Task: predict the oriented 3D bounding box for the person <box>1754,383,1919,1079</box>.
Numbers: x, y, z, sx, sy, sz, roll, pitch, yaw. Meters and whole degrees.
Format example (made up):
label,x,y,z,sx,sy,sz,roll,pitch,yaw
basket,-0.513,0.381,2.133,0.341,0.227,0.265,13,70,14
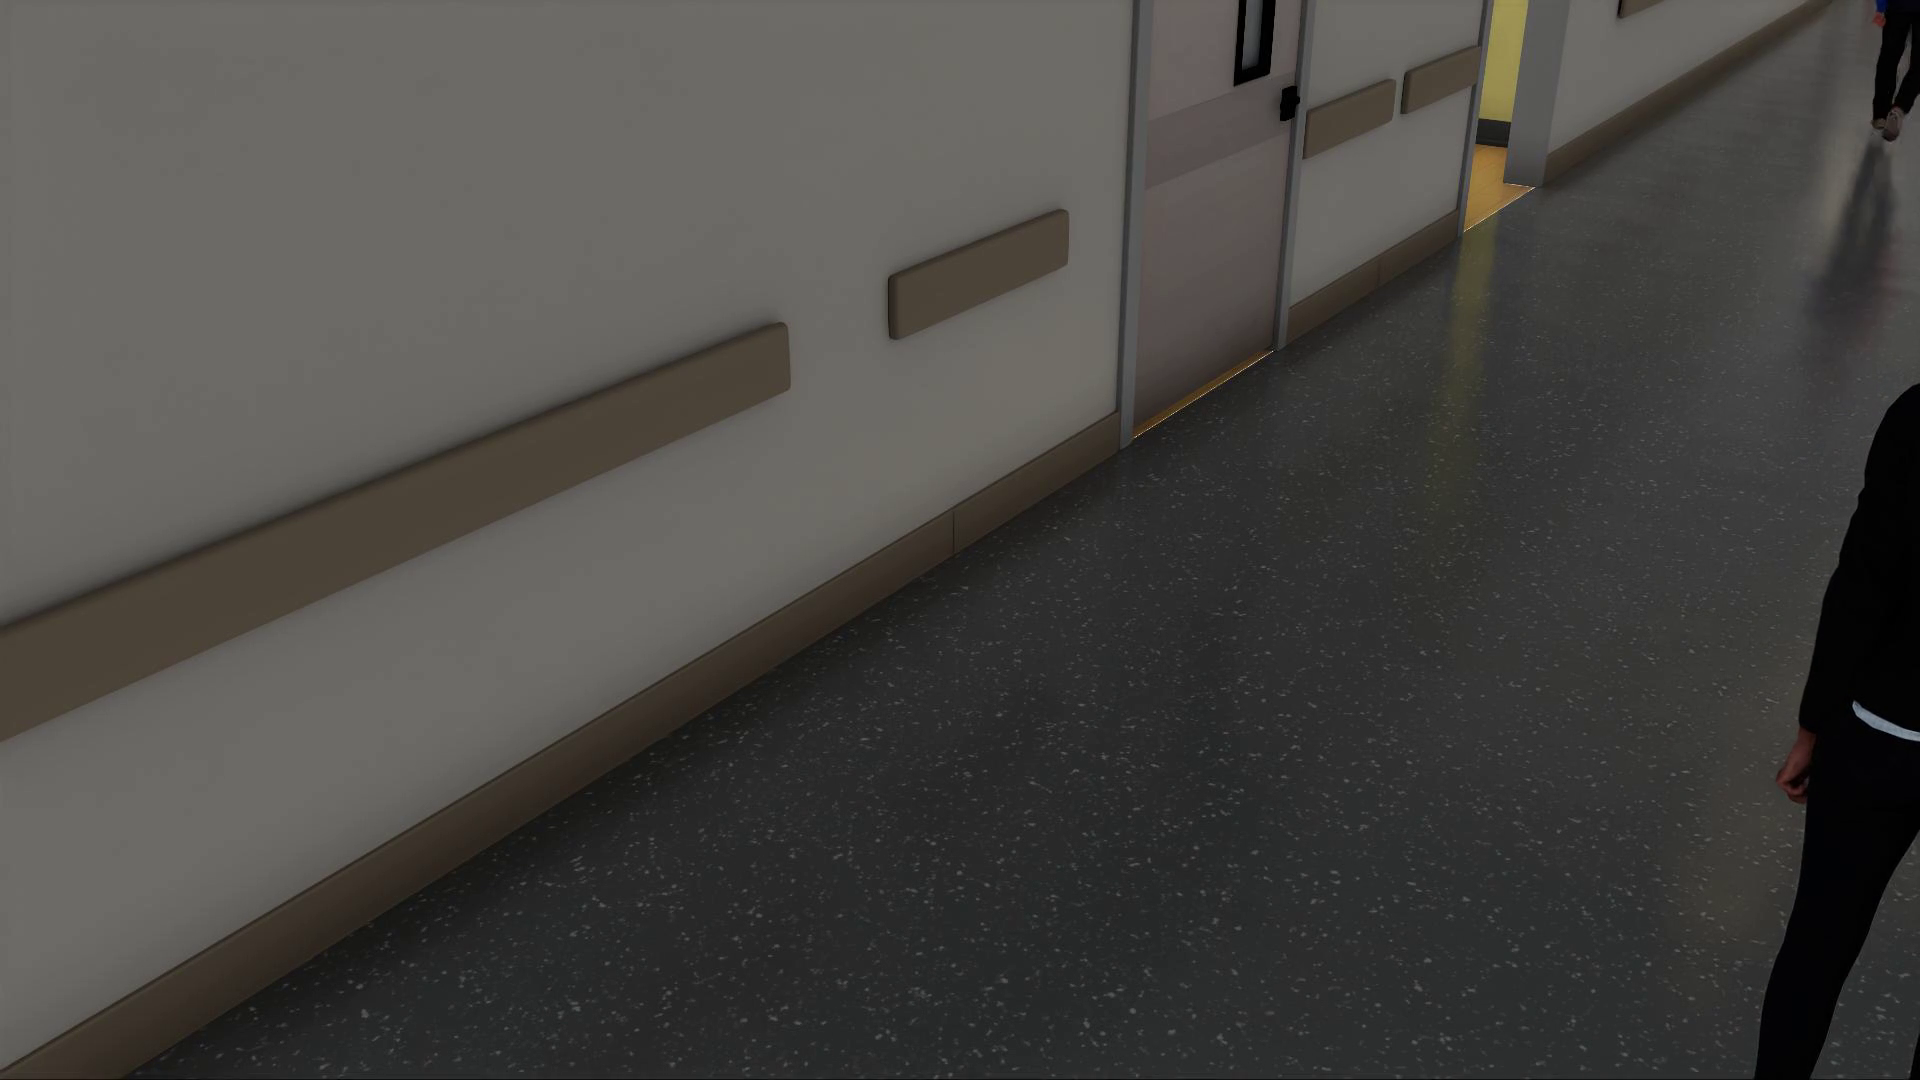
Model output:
label,x,y,z,sx,sy,sz,roll,pitch,yaw
person,1.499,0.378,2.538,0.458,1.834,0.672,15,30,29
